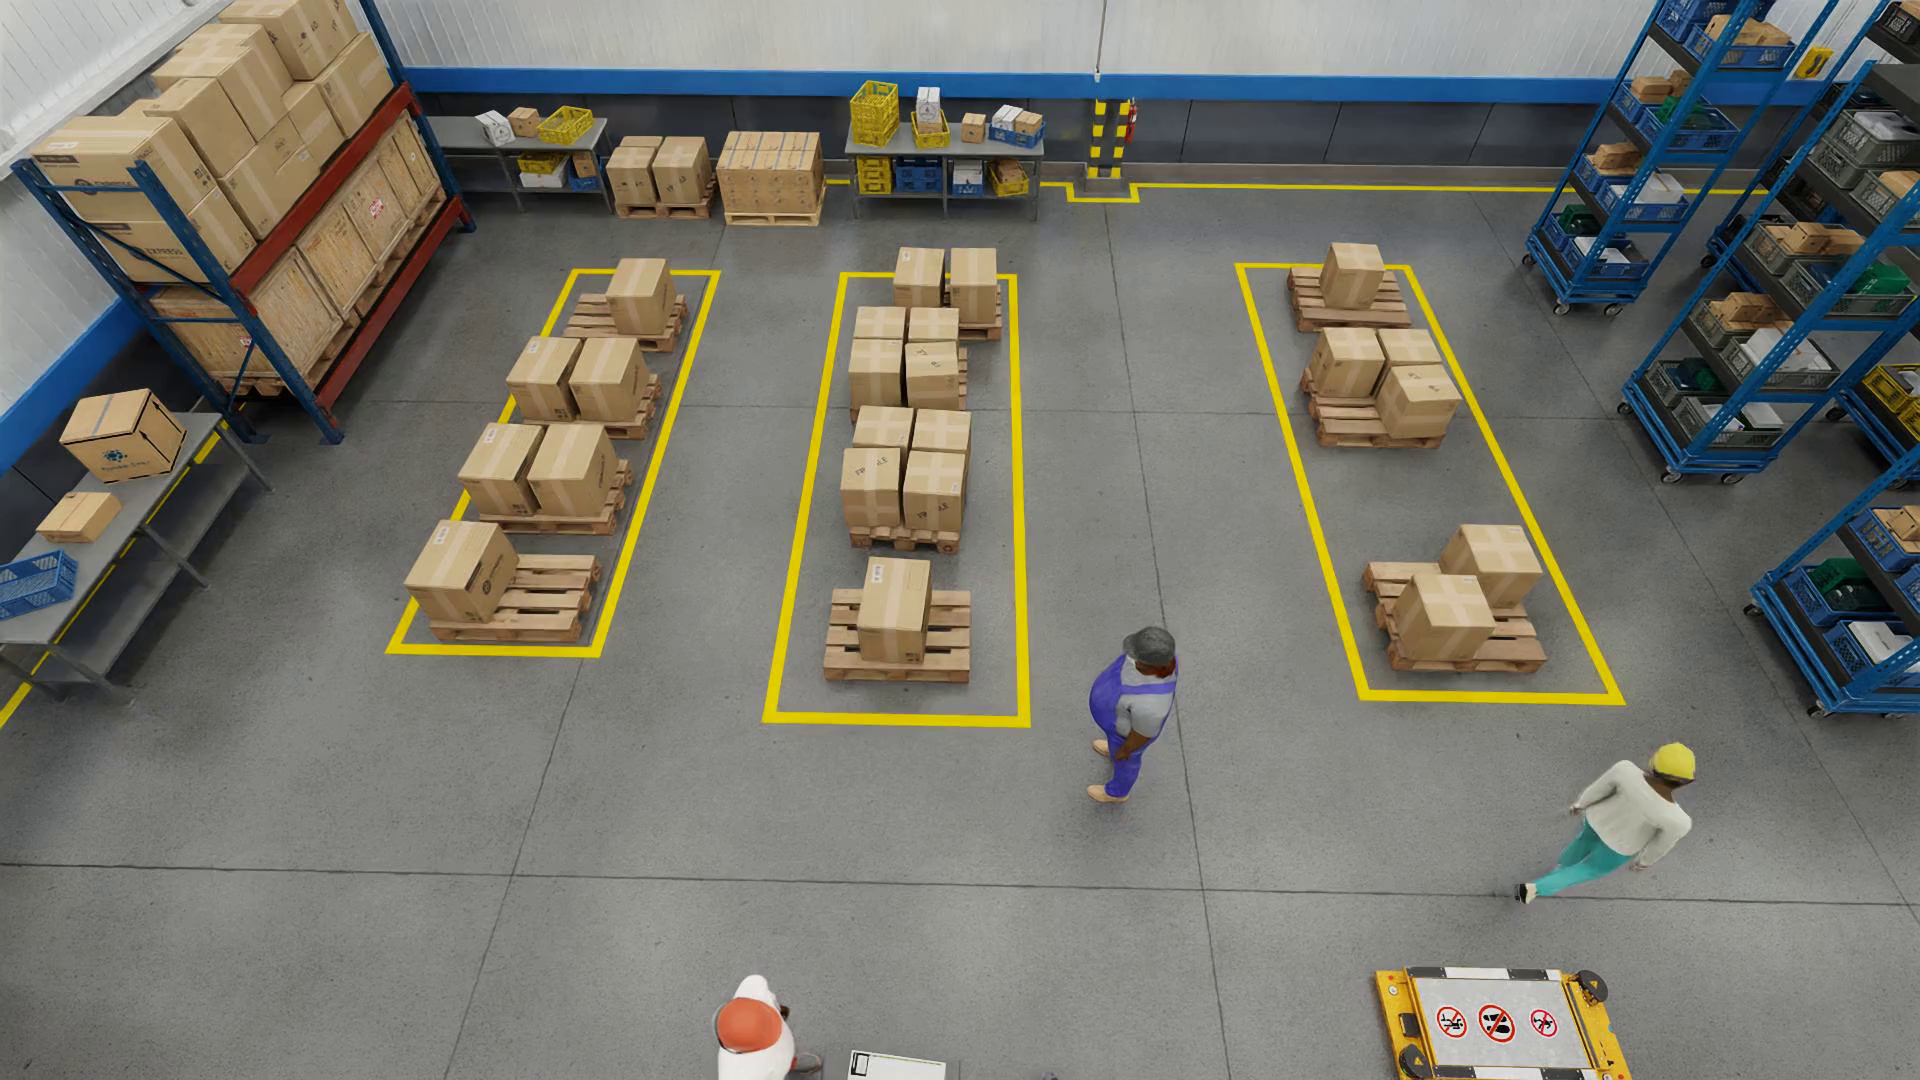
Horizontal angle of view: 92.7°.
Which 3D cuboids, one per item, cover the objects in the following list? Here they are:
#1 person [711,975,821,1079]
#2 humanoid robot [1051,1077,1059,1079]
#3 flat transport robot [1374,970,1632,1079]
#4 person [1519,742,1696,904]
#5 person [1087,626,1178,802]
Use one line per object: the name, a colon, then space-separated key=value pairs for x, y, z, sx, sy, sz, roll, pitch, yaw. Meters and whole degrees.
person: x=-1.049 y=2.853 z=5.048 sx=0.392 sy=1.994 sz=0.610 roll=1 pitch=51 yaw=1
humanoid robot: x=0.649 y=3.230 z=4.980 sx=0.611 sy=1.631 sz=0.718 roll=-18 pitch=53 yaw=-14
flat transport robot: x=3.501 y=3.133 z=5.914 sx=1.431 sy=0.197 sz=0.652 roll=1 pitch=51 yaw=1
person: x=4.213 y=1.903 z=5.989 sx=0.667 sy=1.724 sz=0.546 roll=-13 pitch=52 yaw=-10
person: x=1.155 y=1.196 z=6.369 sx=0.537 sy=2.000 sz=0.681 roll=11 pitch=52 yaw=8
